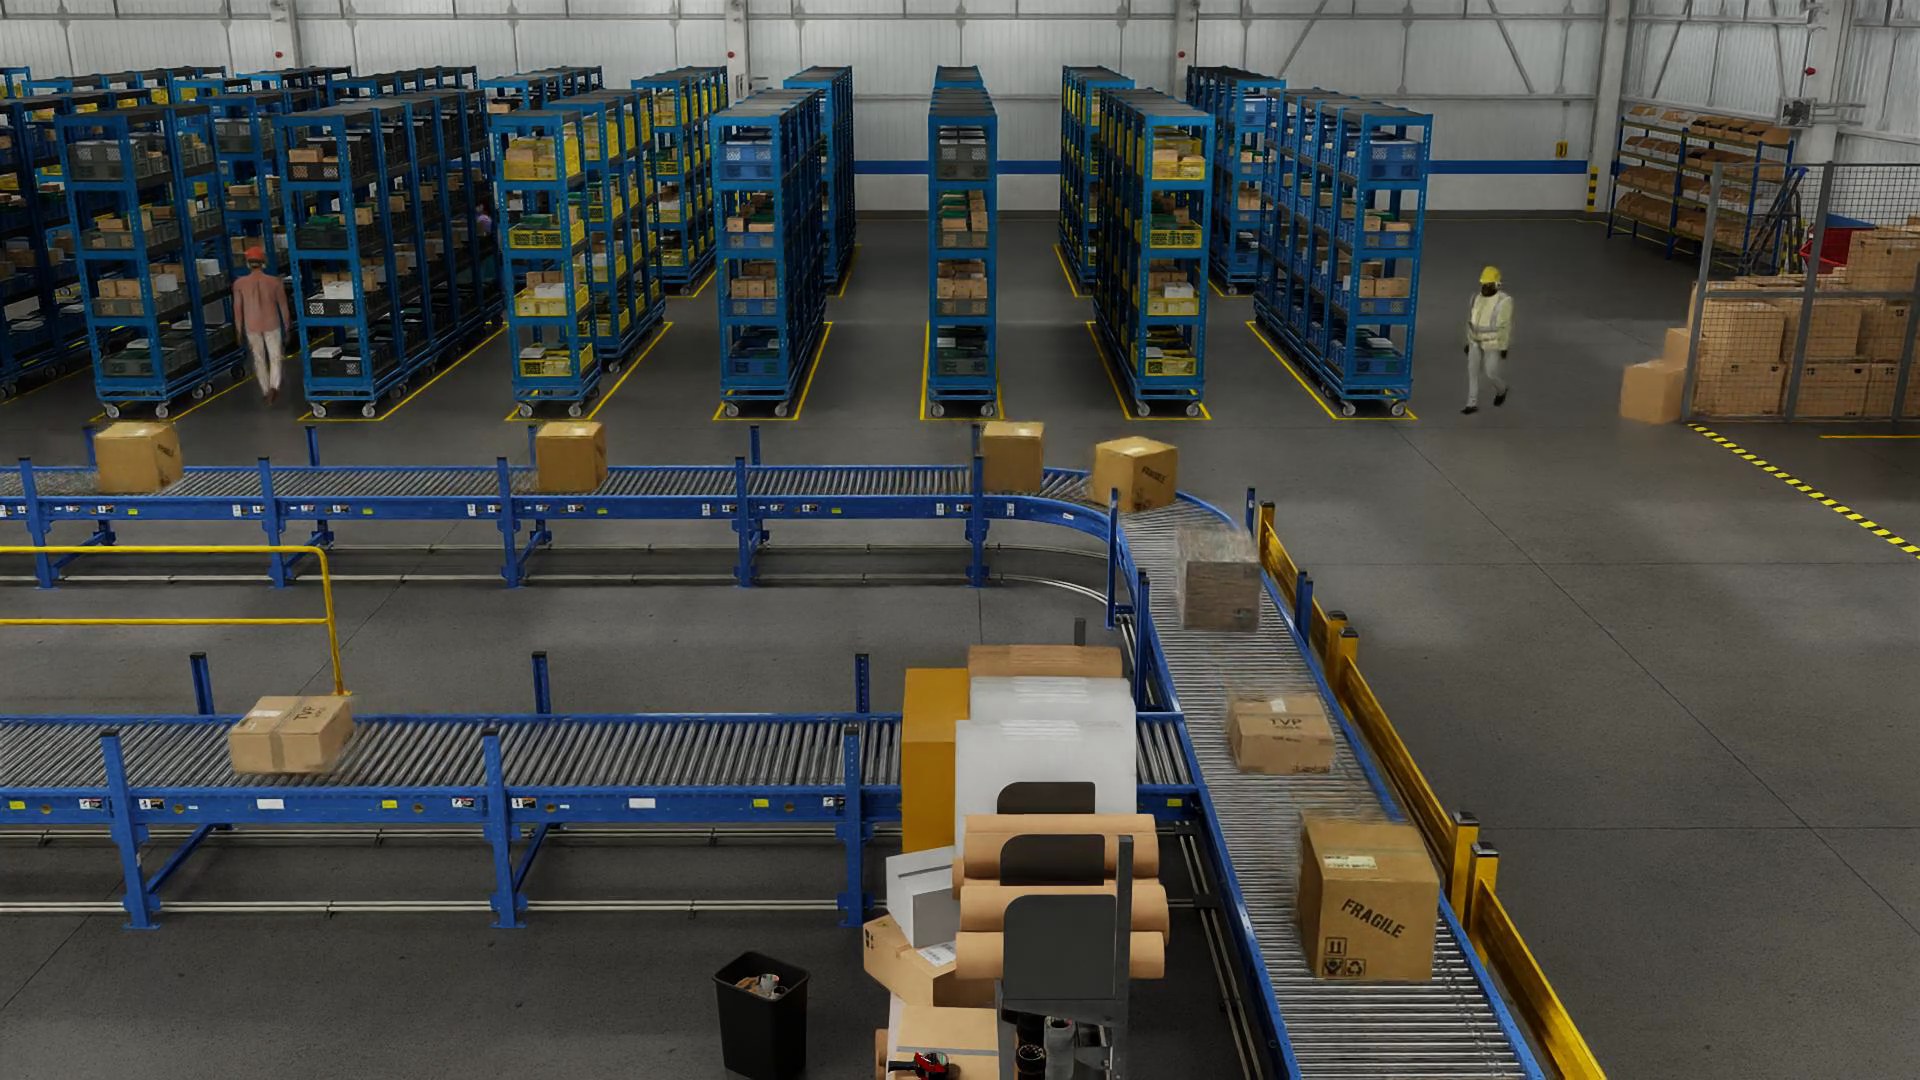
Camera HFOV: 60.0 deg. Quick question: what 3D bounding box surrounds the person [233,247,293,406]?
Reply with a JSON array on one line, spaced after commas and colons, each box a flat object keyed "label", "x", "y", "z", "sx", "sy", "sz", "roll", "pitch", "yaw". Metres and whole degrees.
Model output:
[{"label": "person", "x": -8.590, "y": -2.612, "z": 20.539, "sx": 0.667, "sy": 1.952, "sz": 0.835, "roll": -5, "pitch": 19, "yaw": -16}]

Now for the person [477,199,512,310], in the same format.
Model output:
[{"label": "person", "x": -7.505, "y": -4.634, "z": 26.969, "sx": 0.821, "sy": 1.810, "sz": 0.592, "roll": 2, "pitch": 18, "yaw": 6}]

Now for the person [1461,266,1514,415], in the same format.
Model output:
[{"label": "person", "x": 6.411, "y": -2.420, "z": 20.158, "sx": 0.606, "sy": 1.814, "sz": 0.608, "roll": -14, "pitch": 22, "yaw": -36}]
